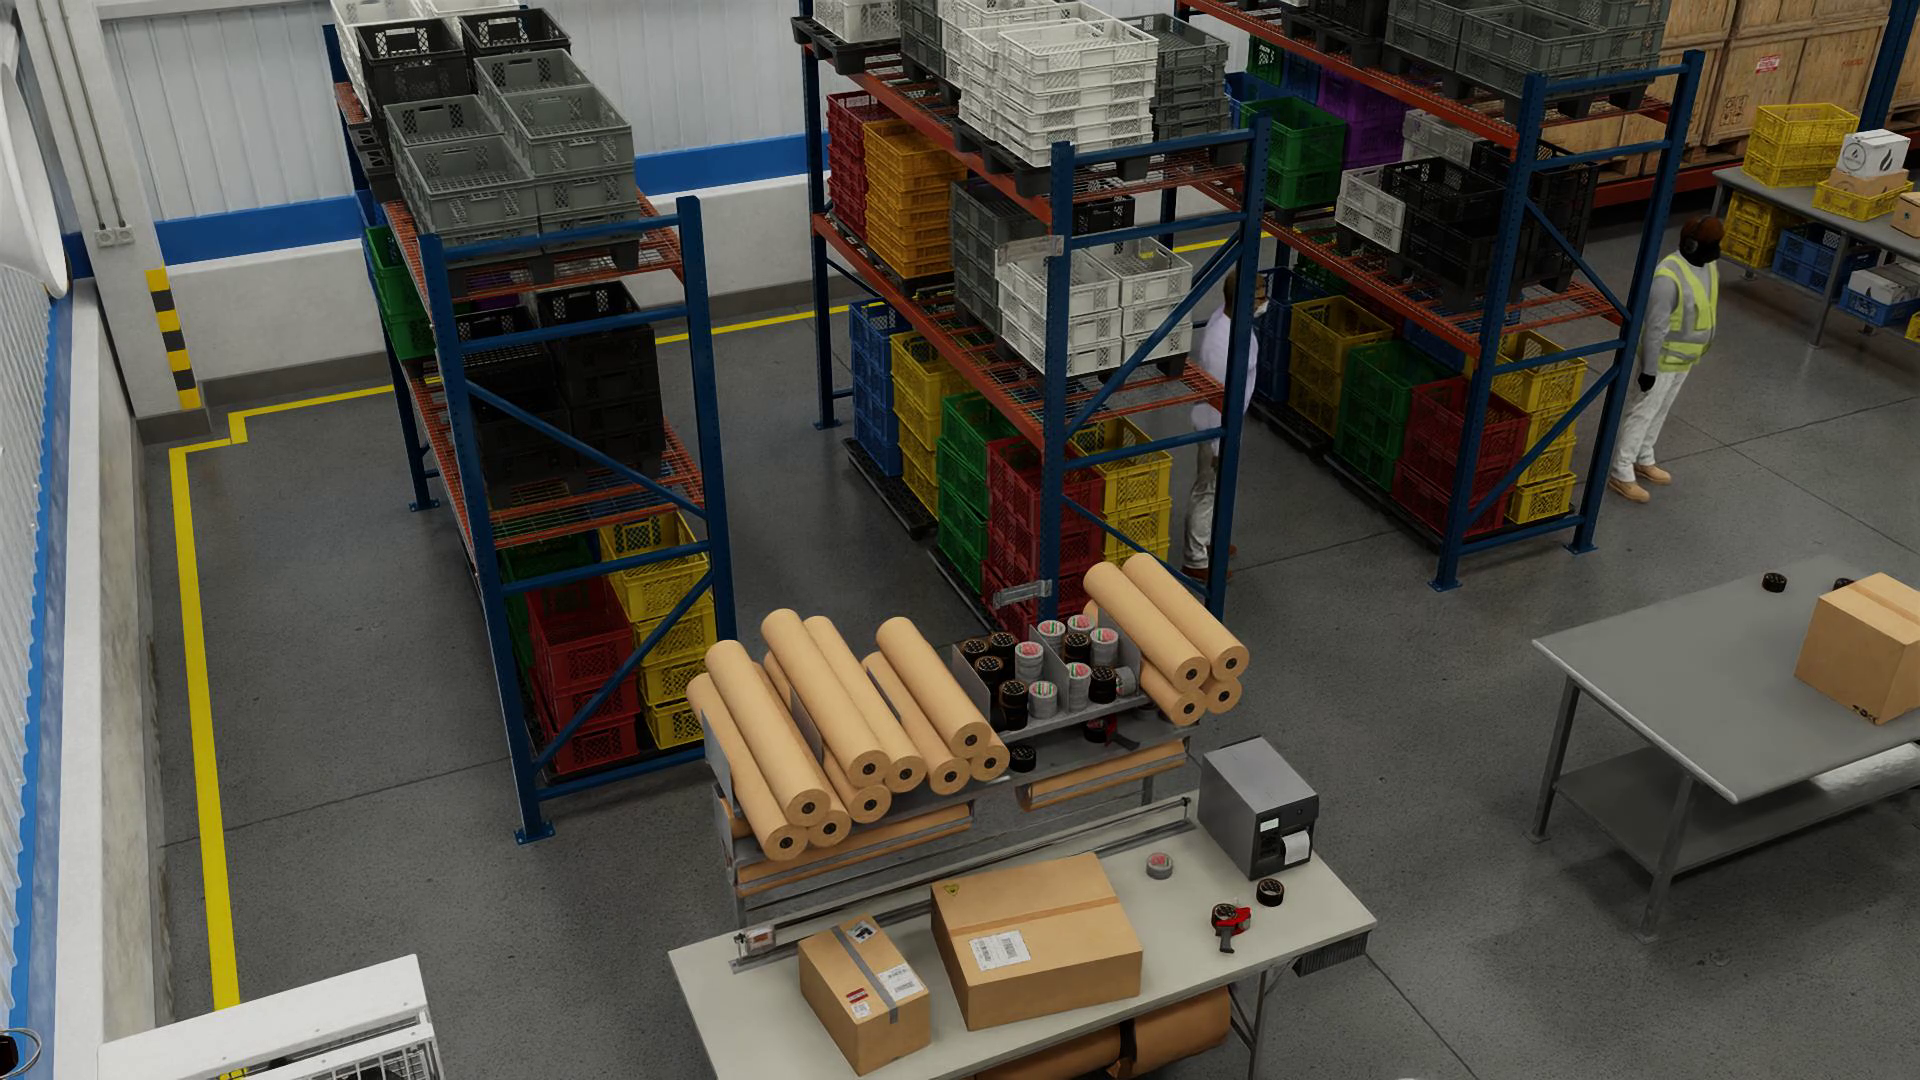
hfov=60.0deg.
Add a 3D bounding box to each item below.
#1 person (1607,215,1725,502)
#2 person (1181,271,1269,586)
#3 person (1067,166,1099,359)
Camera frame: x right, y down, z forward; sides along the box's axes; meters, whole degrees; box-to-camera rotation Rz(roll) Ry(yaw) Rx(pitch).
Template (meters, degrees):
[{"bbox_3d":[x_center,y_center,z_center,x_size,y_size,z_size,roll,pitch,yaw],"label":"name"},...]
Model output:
[{"bbox_3d":[4.401,-1.136,10.302,0.627,1.843,0.429,-27,41,-37],"label":"person"},{"bbox_3d":[1.491,-0.643,9.422,0.371,1.932,0.628,6,32,10],"label":"person"},{"bbox_3d":[0.747,-1.794,11.387,0.581,1.823,0.913,14,34,21],"label":"person"}]
